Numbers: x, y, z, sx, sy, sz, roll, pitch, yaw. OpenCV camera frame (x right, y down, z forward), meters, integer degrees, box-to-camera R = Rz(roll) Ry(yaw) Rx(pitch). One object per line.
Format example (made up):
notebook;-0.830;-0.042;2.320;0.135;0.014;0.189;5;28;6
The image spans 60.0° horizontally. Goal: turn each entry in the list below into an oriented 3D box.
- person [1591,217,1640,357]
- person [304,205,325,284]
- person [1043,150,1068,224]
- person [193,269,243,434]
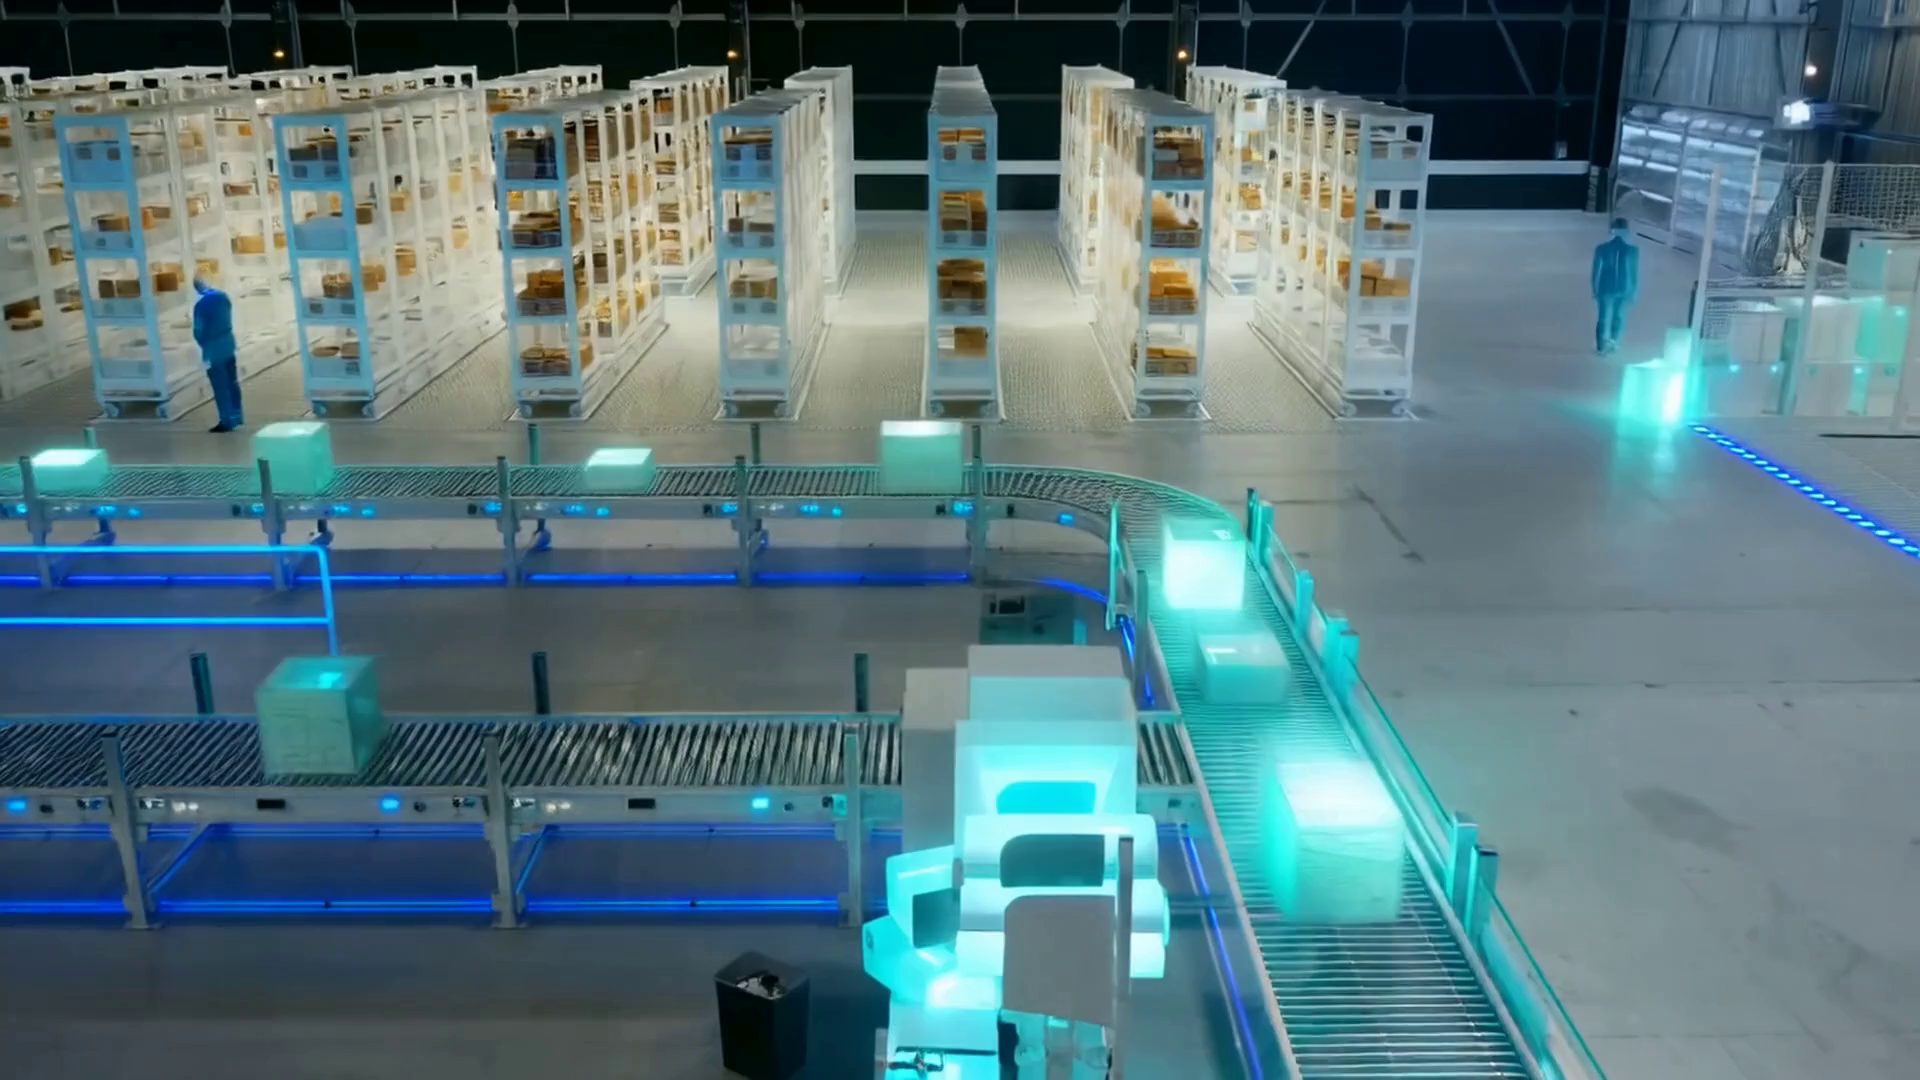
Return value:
person;9.130;-3.508;23.240;0.622;1.978;0.579;7;19;22
person;-10.500;-4.667;27.036;0.395;1.839;0.564;1;18;2
person;2.372;-7.985;37.363;0.941;1.770;0.597;-4;19;-13
person;-8.654;-2.188;19.303;0.401;1.904;0.640;1;18;2
